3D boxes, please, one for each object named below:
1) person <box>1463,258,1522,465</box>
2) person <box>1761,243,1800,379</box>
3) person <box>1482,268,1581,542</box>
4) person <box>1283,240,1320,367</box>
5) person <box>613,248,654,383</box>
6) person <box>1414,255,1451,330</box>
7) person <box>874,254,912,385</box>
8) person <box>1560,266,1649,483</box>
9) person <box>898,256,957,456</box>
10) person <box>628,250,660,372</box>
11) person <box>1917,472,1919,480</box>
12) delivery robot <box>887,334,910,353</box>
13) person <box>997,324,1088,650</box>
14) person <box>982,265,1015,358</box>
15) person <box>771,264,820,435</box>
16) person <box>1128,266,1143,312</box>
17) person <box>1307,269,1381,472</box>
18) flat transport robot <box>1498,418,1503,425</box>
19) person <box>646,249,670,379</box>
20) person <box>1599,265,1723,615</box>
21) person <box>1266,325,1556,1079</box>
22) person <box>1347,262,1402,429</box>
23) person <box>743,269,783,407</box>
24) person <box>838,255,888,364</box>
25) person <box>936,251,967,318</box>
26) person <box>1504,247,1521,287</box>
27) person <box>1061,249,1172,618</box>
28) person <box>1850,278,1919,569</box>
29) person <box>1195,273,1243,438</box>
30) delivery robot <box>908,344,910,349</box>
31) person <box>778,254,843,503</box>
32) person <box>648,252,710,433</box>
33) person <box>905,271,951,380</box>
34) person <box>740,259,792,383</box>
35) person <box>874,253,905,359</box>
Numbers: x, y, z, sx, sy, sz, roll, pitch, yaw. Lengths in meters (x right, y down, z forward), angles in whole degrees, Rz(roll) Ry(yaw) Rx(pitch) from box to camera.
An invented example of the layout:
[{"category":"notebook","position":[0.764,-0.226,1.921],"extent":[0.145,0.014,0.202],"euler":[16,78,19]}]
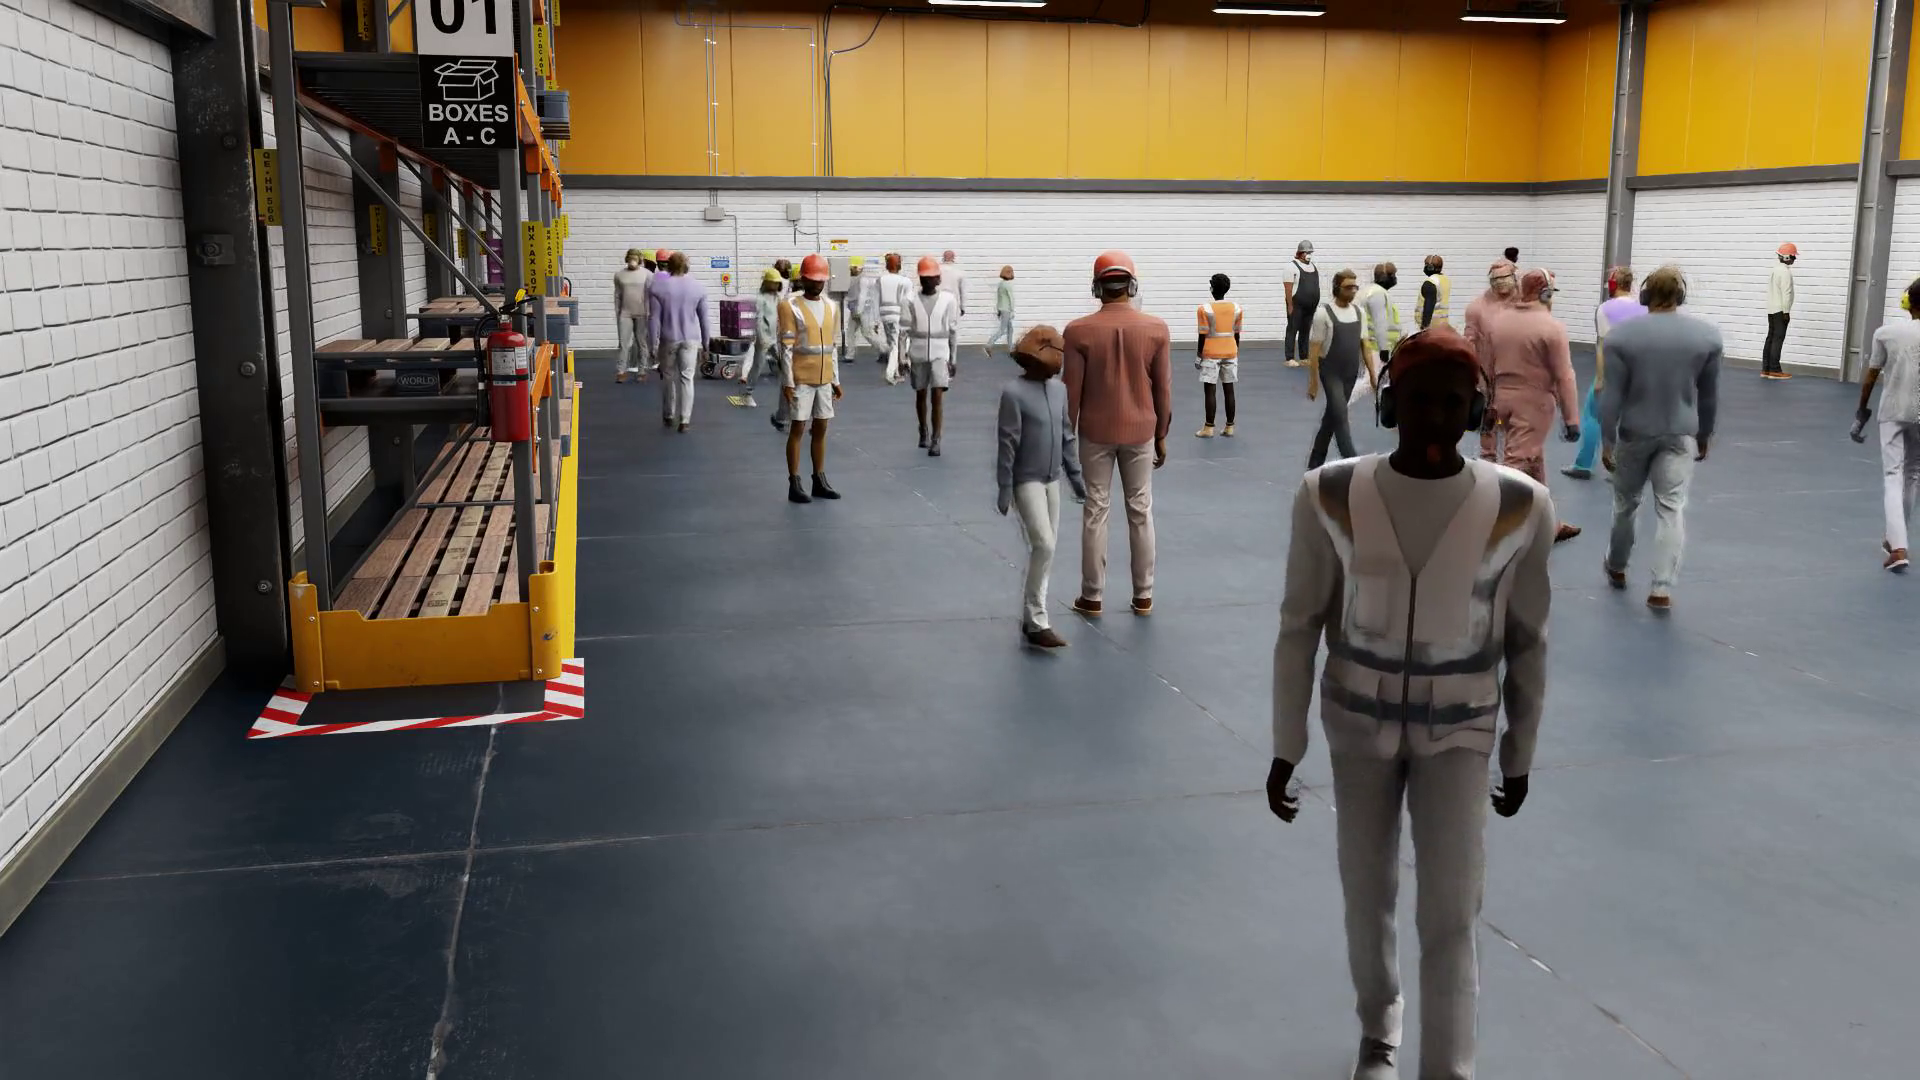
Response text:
[{"category":"person","position":[4.542,-1.407,13.943],"extent":[0.673,1.885,0.413],"euler":[3,11,14]},{"category":"person","position":[12.117,-3.377,24.545],"extent":[0.390,1.992,0.624],"euler":[1,10,6]},{"category":"person","position":[3.769,-0.852,10.958],"extent":[1.018,1.853,0.666],"euler":[-4,11,-21]},{"category":"person","position":[5.564,-3.822,26.884],"extent":[0.674,2.000,0.537],"euler":[-7,12,-33]},{"category":"person","position":[-4.650,-3.201,23.781],"extent":[0.648,1.909,0.655],"euler":[1,10,6]},{"category":"person","position":[6.206,-2.829,21.932],"extent":[0.430,1.845,0.620],"euler":[8,13,36]},{"category":"person","position":[-0.946,-3.121,23.564],"extent":[0.590,1.856,0.845],"euler":[4,11,22]},{"category":"person","position":[5.463,-1.390,14.031],"extent":[0.582,1.806,0.833],"euler":[-5,11,-25]},{"category":"person","position":[-0.314,-1.779,16.015],"extent":[0.568,1.888,1.009],"euler":[0,10,0]},{"category":"person","position":[-4.798,-3.526,25.708],"extent":[0.818,1.879,0.622],"euler":[-5,11,-25]},{"category":"person","position":[8.234,-1.322,14.028],"extent":[0.547,1.675,0.572],"euler":[0,10,-3]},{"category":"delivery robot","position":[-0.783,-3.051,26.469],"extent":[0.707,0.478,0.477],"euler":[-5,11,-25]},{"category":"person","position":[0.484,-0.254,8.297],"extent":[0.545,1.614,0.532],"euler":[8,13,37]},{"category":"person","position":[0.736,-3.972,28.917],"extent":[0.750,1.610,0.512],"euler":[-4,11,-21]},{"category":"person","position":[-1.684,-1.997,17.491],"extent":[0.620,1.774,0.946],"euler":[-6,12,-29]},{"category":"person","position":[1.988,-2.341,19.510],"extent":[0.545,1.732,0.807],"euler":[-6,12,-30]},{"category":"person","position":[3.190,-1.326,13.735],"extent":[0.546,1.788,0.976],"euler":[-6,12,-28]},{"category":"flat transport robot","position":[5.891,-1.466,18.734],"extent":[0.652,0.197,1.431],"euler":[2,11,13]},{"category":"person","position":[-4.290,-3.227,23.993],"extent":[0.569,1.888,0.957],"euler":[-5,12,-27]},{"category":"person","position":[3.905,-0.584,9.362],"extent":[0.643,1.887,1.014],"euler":[3,11,15]},{"category":"person","position":[0.964,0.475,3.627],"extent":[0.580,1.845,0.916],"euler":[4,11,19]},{"category":"person","position":[4.462,-2.089,17.925],"extent":[0.834,1.813,0.625],"euler":[4,11,22]},{"category":"person","position":[-2.333,-2.441,20.188],"extent":[0.909,1.699,0.500],"euler":[9,14,40]},{"category":"person","position":[-1.572,-3.778,27.318],"extent":[0.805,1.806,0.580],"euler":[-4,11,-23]},{"category":"person","position":[-0.211,-3.970,28.223],"extent":[0.659,1.846,0.939],"euler":[3,11,15]},{"category":"person","position":[9.814,-4.302,29.868],"extent":[0.957,1.929,0.613],"euler":[-4,11,-19]},{"category":"person","position":[0.834,-0.567,8.999],"extent":[0.611,1.985,0.393],"euler":[-1,10,-6]},{"category":"person","position":[5.931,-0.739,10.436],"extent":[0.535,1.825,0.963],"euler":[3,11,17]},{"category":"person","position":[2.659,-1.891,17.138],"extent":[0.535,1.697,0.318],"euler":[-5,11,-24]},{"category":"delivery robot","position":[-0.454,-2.961,25.971],"extent":[0.707,0.478,0.477],"euler":[7,12,34]},{"category":"person","position":[-1.145,-1.259,12.994],"extent":[0.542,1.929,0.374],"euler":[-9,13,-40]},{"category":"person","position":[-3.016,-2.123,17.870],"extent":[0.662,1.890,0.985],"euler":[-2,11,-14]},{"category":"person","position":[-0.459,-3.120,24.144],"extent":[0.583,1.615,0.528],"euler":[-2,11,-13]},{"category":"person","position":[-2.681,-3.088,23.614],"extent":[1.046,1.774,0.678],"euler":[-7,12,-34]},{"category":"person","position":[-1.086,-3.934,28.158],"extent":[0.939,1.806,0.566],"euler":[-4,11,-23]}]
